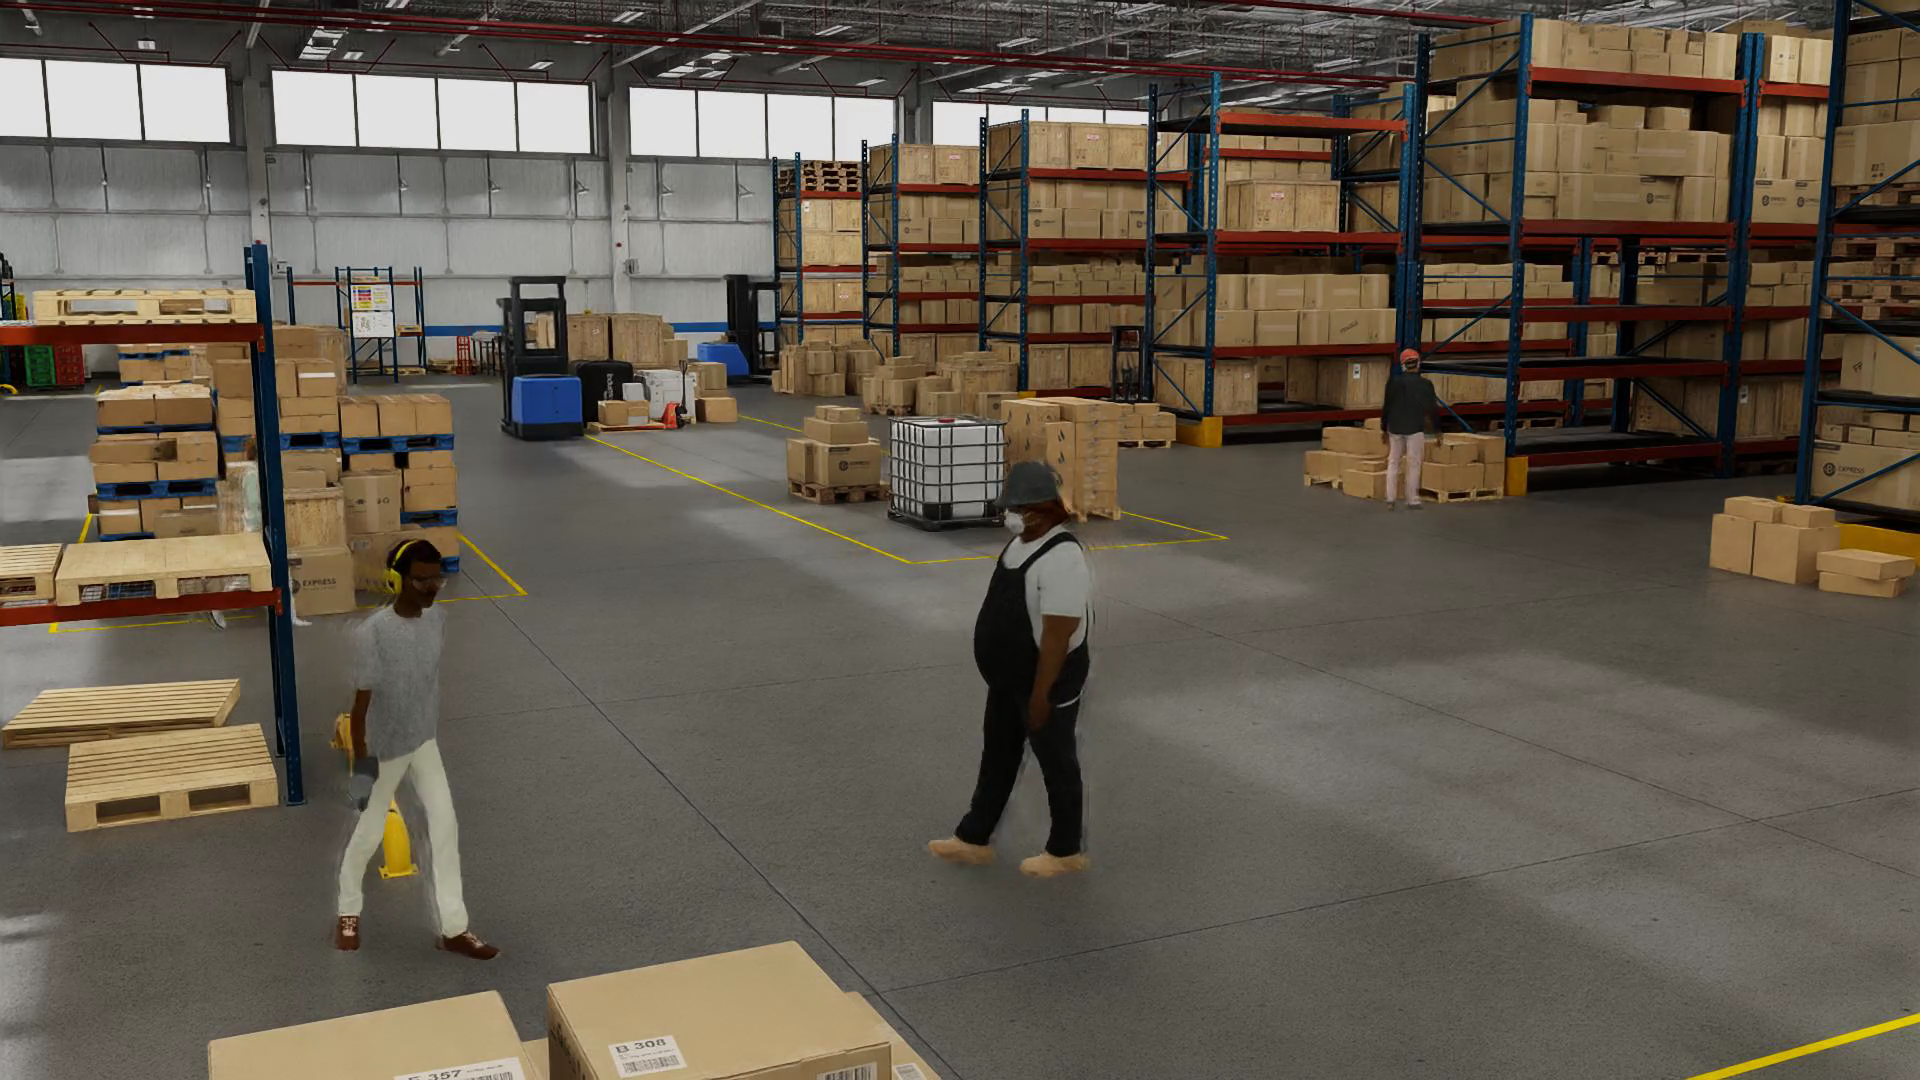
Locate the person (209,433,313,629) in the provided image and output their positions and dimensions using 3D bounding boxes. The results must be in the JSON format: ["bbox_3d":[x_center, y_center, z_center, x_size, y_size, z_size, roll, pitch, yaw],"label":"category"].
[{"bbox_3d":[-5.674,-0.060,13.385,0.703,1.618,0.524,-1,9,-8],"label":"person"}]

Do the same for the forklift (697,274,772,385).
[{"bbox_3d":[-5.627,-5.302,41.980,1.873,2.768,1.129,-4,10,-25],"label":"forklift"}]

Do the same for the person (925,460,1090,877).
[{"bbox_3d":[0.236,0.618,7.852,0.788,2.000,0.706,-3,10,-19],"label":"person"}]

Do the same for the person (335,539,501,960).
[{"bbox_3d":[-2.390,0.880,7.008,0.833,1.810,0.549,6,11,31],"label":"person"}]

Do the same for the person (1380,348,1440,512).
[{"bbox_3d":[5.443,-1.320,20.107,0.722,1.974,0.449,7,11,36],"label":"person"}]

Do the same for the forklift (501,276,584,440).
[{"bbox_3d":[-7.326,-3.216,29.037,1.129,2.768,1.873,-4,10,-25],"label":"forklift"}]

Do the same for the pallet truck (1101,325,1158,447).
[{"bbox_3d":[2.881,-2.596,27.923,0.823,1.965,1.885,-1,9,-7],"label":"pallet truck"}]
